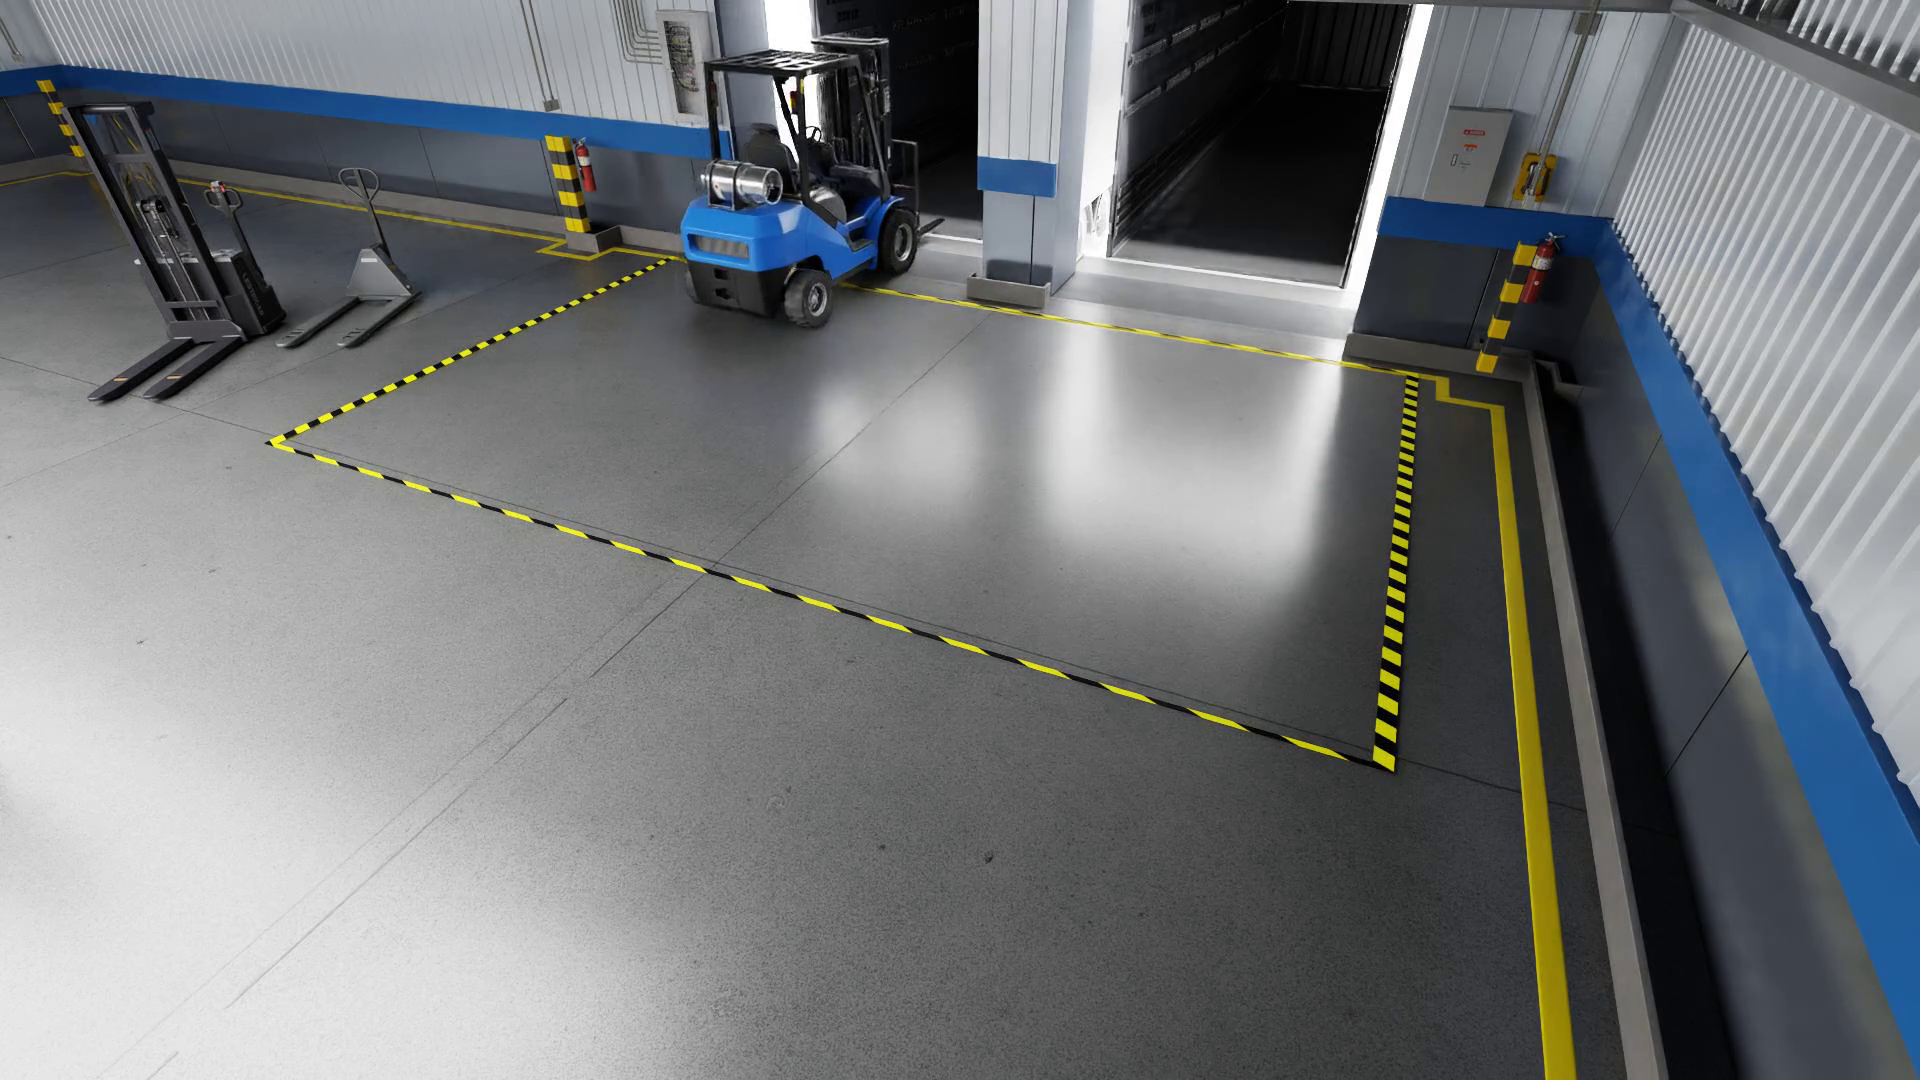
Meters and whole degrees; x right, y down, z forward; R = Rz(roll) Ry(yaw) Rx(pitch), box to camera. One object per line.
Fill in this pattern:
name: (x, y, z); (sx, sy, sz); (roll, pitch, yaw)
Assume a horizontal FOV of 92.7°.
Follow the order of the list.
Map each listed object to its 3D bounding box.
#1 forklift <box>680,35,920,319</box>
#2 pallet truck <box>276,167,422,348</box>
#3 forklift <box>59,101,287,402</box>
forklift: (-1.522, -3.556, 8.785); (1.157, 2.036, 2.680); (16, 38, 21)
pallet truck: (-5.732, -2.611, 8.414); (0.680, 1.201, 1.601); (-1, 35, -1)
forklift: (-6.686, -2.387, 7.434); (0.823, 1.965, 1.885); (-3, 35, -5)
